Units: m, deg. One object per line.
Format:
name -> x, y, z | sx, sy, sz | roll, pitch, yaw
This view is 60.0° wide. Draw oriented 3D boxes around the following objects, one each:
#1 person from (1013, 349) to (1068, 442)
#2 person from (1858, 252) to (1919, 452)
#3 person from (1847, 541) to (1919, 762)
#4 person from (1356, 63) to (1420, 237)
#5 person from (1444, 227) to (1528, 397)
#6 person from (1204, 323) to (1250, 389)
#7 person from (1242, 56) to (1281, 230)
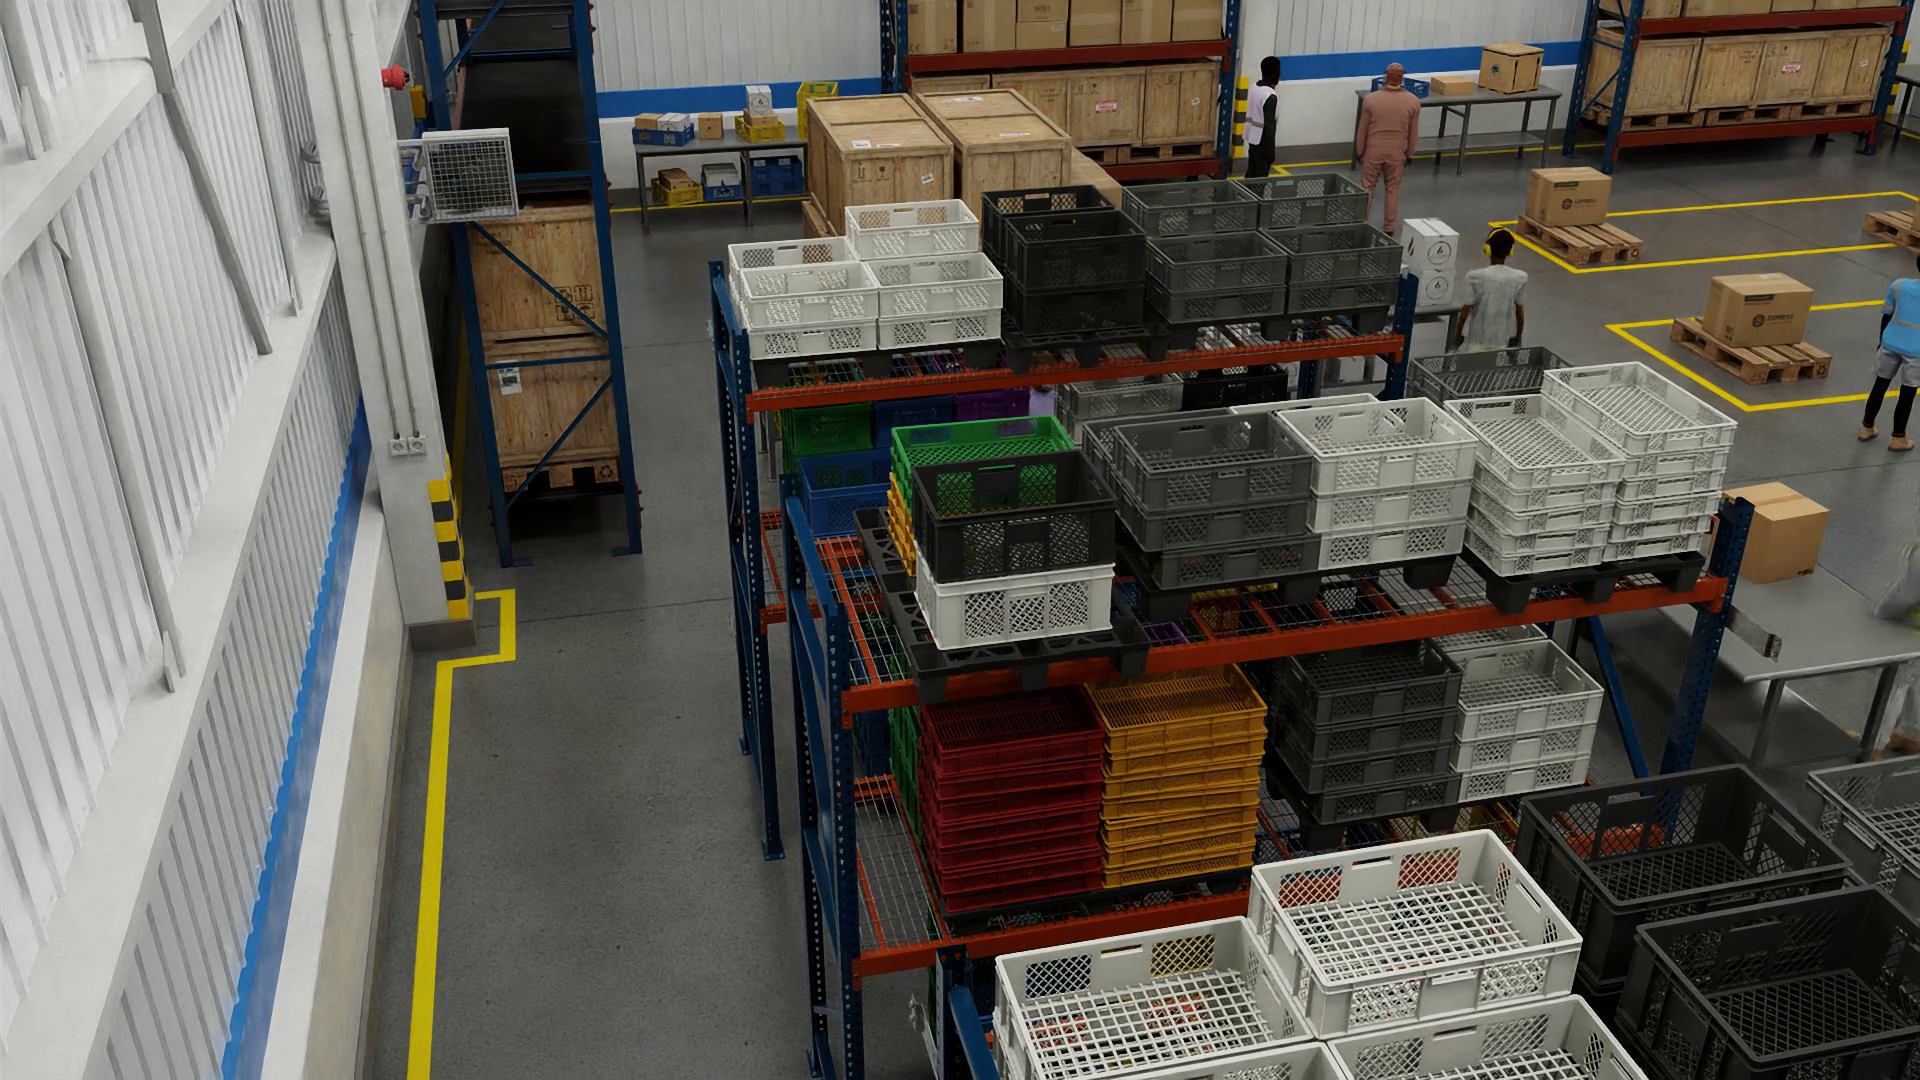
person -> 0.514, -0.391, 10.992 | 0.371, 1.934, 0.627 | 23, 36, 37
person -> 7.656, -1.552, 13.439 | 0.321, 1.699, 0.535 | -15, 31, -27
person -> 5.481, 0.488, 9.445 | 0.666, 1.819, 0.491 | -15, 31, -26
person -> 4.729, -4.334, 18.513 | 0.654, 1.900, 0.397 | 4, 28, 7
person -> 4.214, -1.550, 13.319 | 0.613, 1.858, 0.553 | 1, 28, 2
person -> 2.052, -1.330, 12.833 | 0.354, 1.879, 0.566 | 0, 28, -1
person -> 3.395, -4.483, 18.767 | 0.378, 1.917, 0.597 | -6, 28, -12
